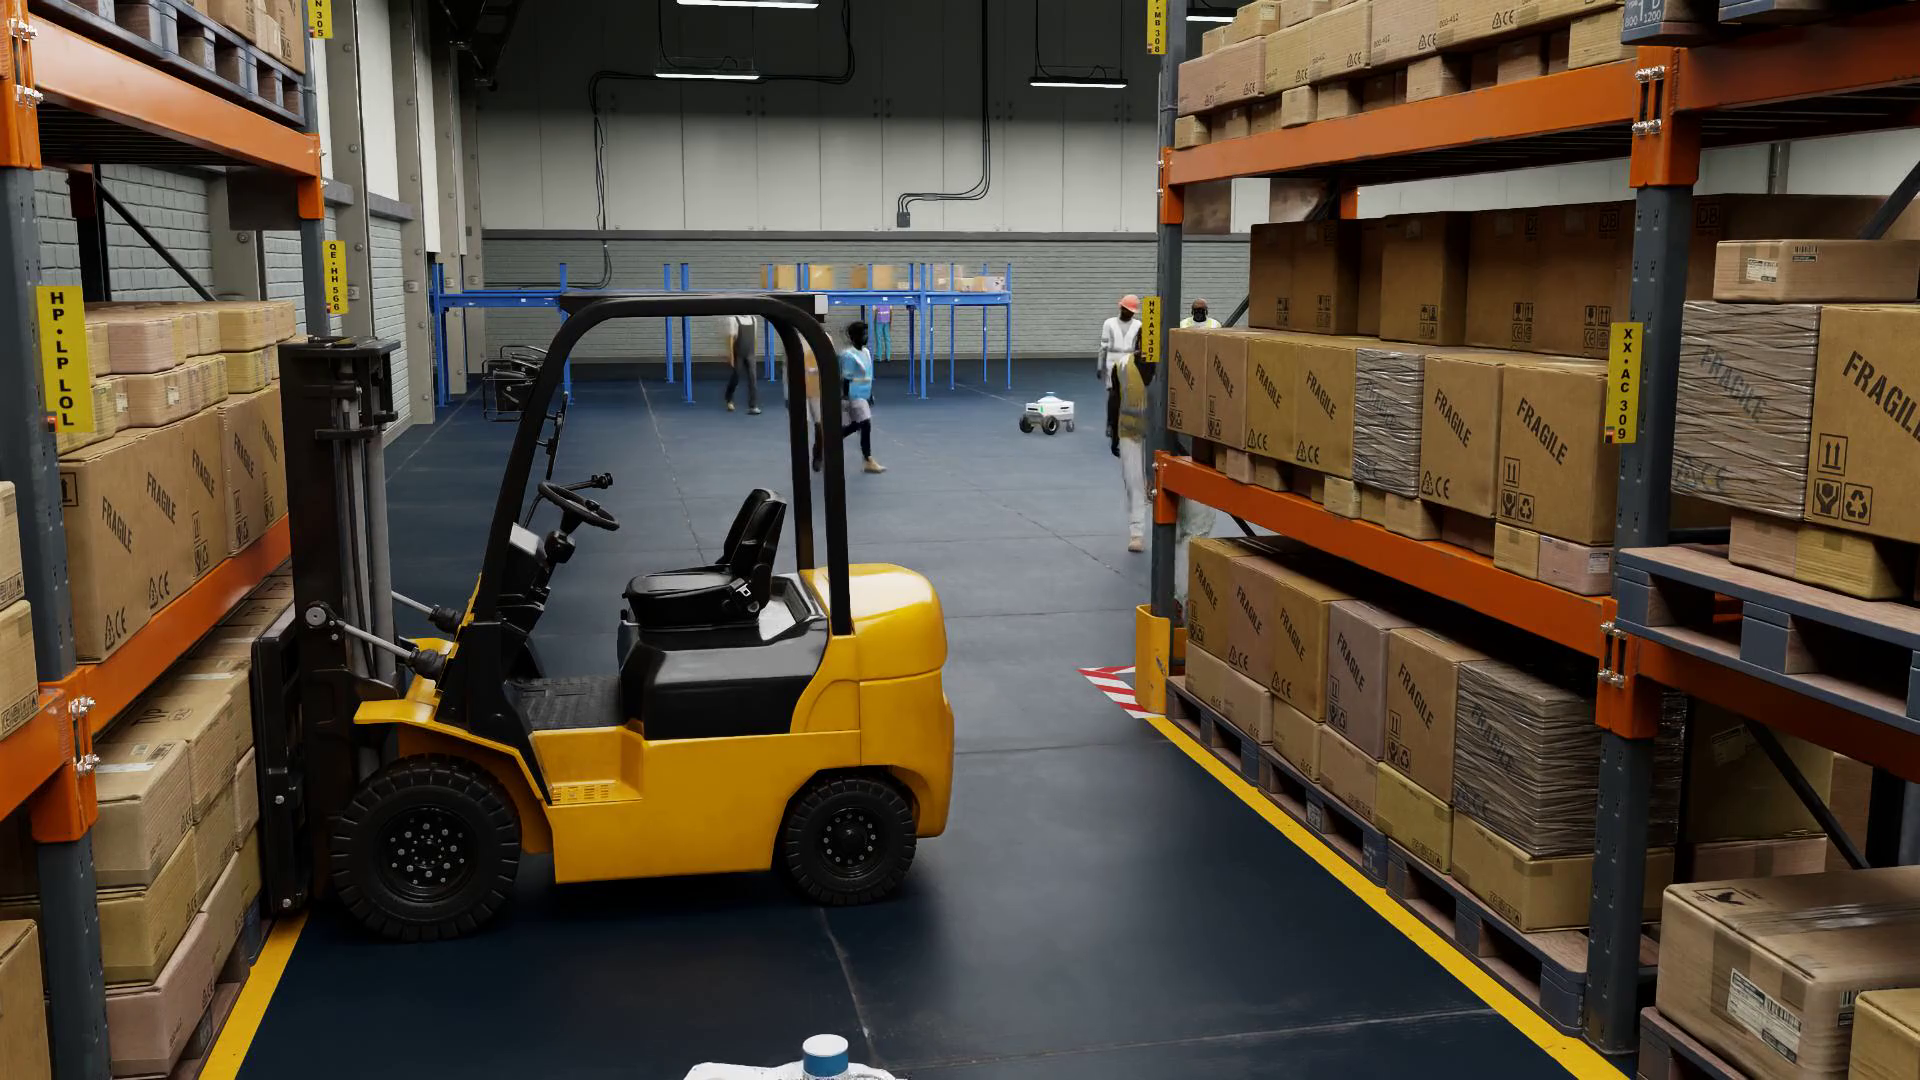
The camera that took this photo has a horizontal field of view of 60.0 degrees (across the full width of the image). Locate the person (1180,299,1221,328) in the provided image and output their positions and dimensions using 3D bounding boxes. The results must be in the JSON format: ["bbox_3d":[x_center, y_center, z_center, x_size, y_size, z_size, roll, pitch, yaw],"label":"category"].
[{"bbox_3d":[3.112,-2.233,21.779,0.621,1.839,0.429,2,10,13],"label":"person"}]

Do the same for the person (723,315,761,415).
[{"bbox_3d":[-3.390,-2.867,25.718,0.520,1.824,0.859,-7,12,-37],"label":"person"}]

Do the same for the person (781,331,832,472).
[{"bbox_3d":[-1.600,-1.578,17.532,0.556,1.919,0.644,0,9,-2],"label":"person"}]

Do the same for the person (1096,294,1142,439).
[{"bbox_3d":[2.099,-2.253,21.730,0.619,1.889,0.572,0,9,-1],"label":"person"}]

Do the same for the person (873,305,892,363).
[{"bbox_3d":[-1.855,-5.146,39.503,0.565,1.846,0.390,-6,11,-33],"label":"person"}]

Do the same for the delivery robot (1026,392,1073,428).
[{"bbox_3d":[1.228,-1.780,22.761,0.477,0.478,0.707,9,13,43],"label":"delivery robot"}]

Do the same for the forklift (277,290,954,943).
[{"bbox_3d":[-1.179,0.175,6.143,2.313,2.155,1.214,-2,10,-12],"label":"forklift"}]

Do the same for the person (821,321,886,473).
[{"bbox_3d":[-1.209,-1.591,18.386,0.778,1.667,0.532,3,10,16],"label":"person"}]

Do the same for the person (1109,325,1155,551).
[{"bbox_3d":[1.520,-0.852,13.427,0.635,1.823,0.655,2,9,10],"label":"person"}]

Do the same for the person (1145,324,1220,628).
[{"bbox_3d":[1.452,-0.411,10.502,0.644,1.905,0.980,6,11,31],"label":"person"}]

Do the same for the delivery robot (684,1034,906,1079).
[{"bbox_3d":[-0.295,1.347,3.701,0.707,0.478,0.477,2,10,10],"label":"delivery robot"}]
